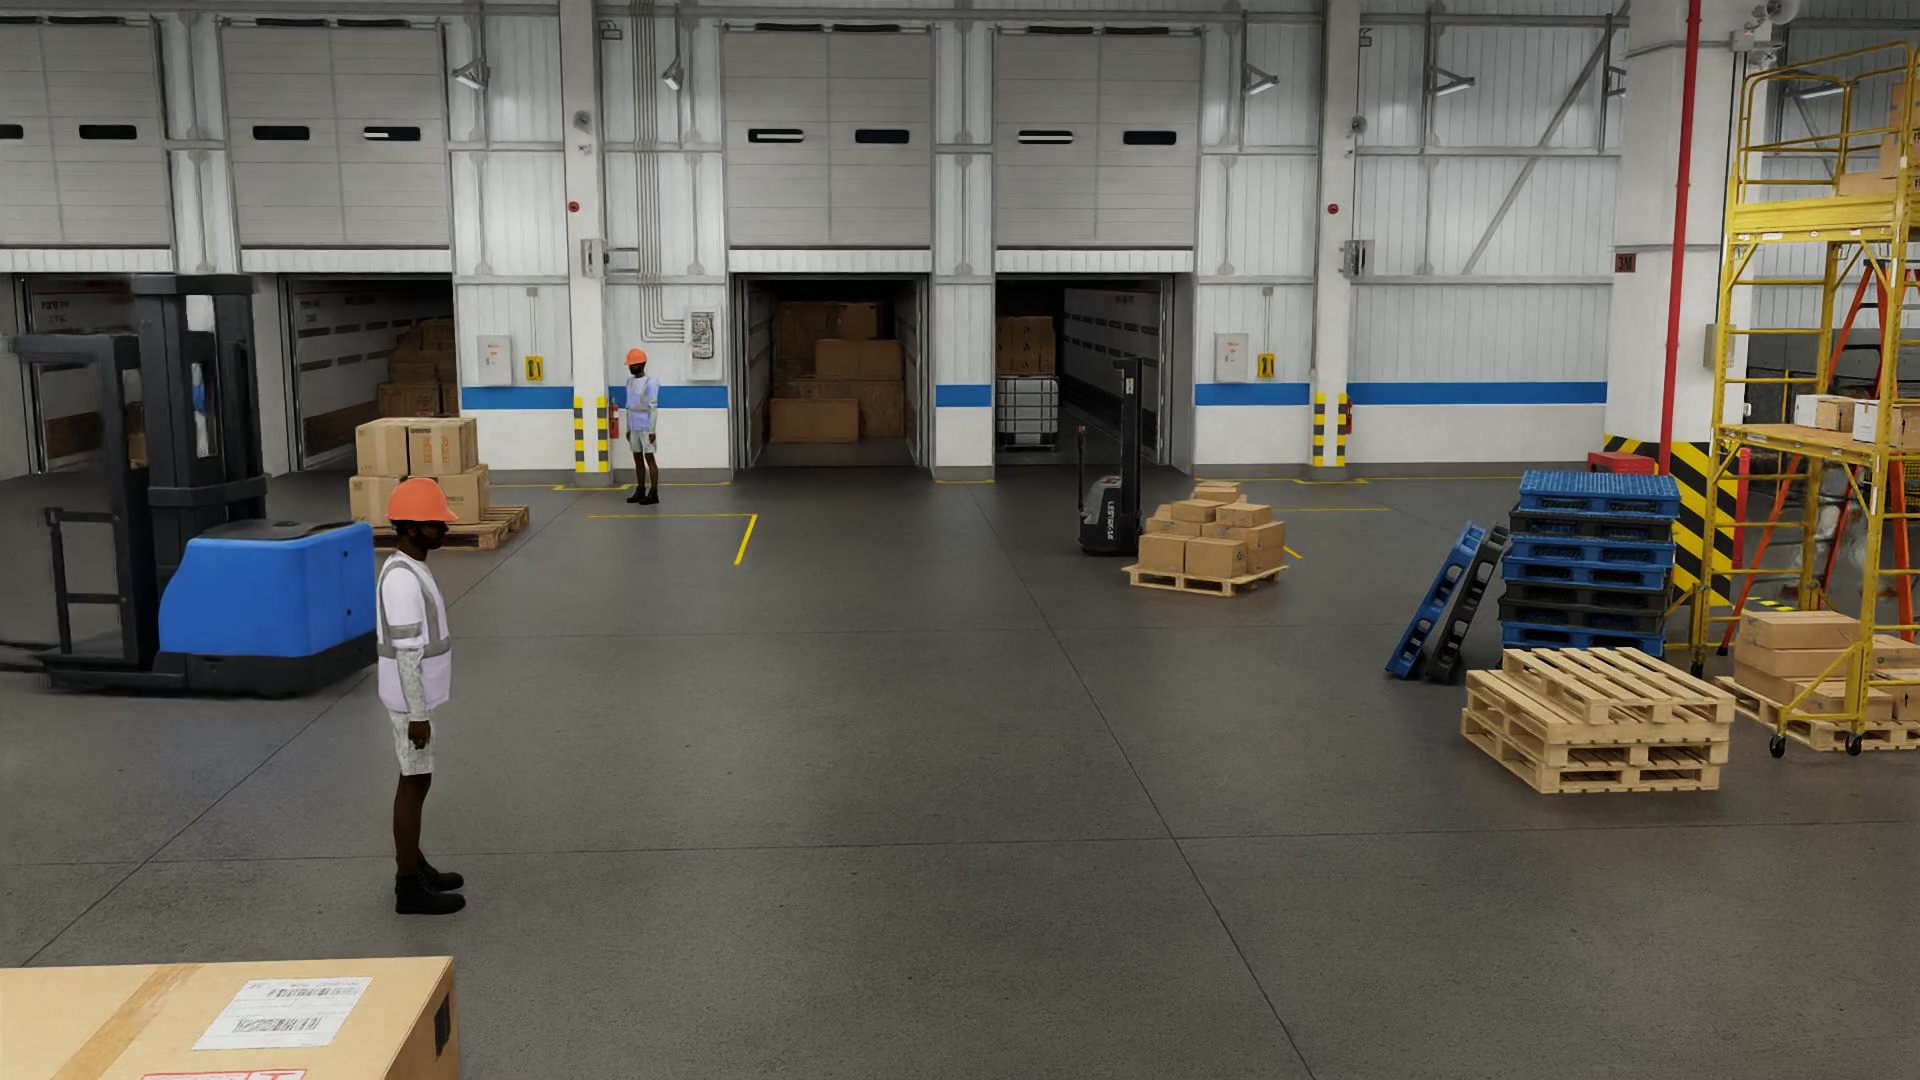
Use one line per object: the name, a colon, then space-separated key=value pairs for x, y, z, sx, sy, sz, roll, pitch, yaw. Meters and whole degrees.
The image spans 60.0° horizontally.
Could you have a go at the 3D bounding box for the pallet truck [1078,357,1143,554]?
pallet truck: x=2.088 y=-0.836 z=16.757 sx=1.885 sy=1.965 sz=0.823 roll=2 pitch=9 yaw=13

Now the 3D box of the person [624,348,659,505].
person: x=-3.943 y=-1.396 z=20.497 sx=0.544 sy=1.930 sz=0.388 roll=8 pitch=12 yaw=40

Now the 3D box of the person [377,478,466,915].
person: x=-2.387 y=0.684 z=7.403 sx=0.376 sy=1.935 sz=0.550 roll=-3 pitch=9 yaw=-16

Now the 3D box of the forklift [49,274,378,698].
forklift: x=-5.124 y=-0.422 z=11.397 sx=1.873 sy=2.768 sz=1.129 roll=2 pitch=9 yaw=10

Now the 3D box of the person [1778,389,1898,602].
person: x=7.607 y=-0.376 z=14.260 sx=1.037 sy=1.880 sz=0.631 roll=3 pitch=9 yaw=17
